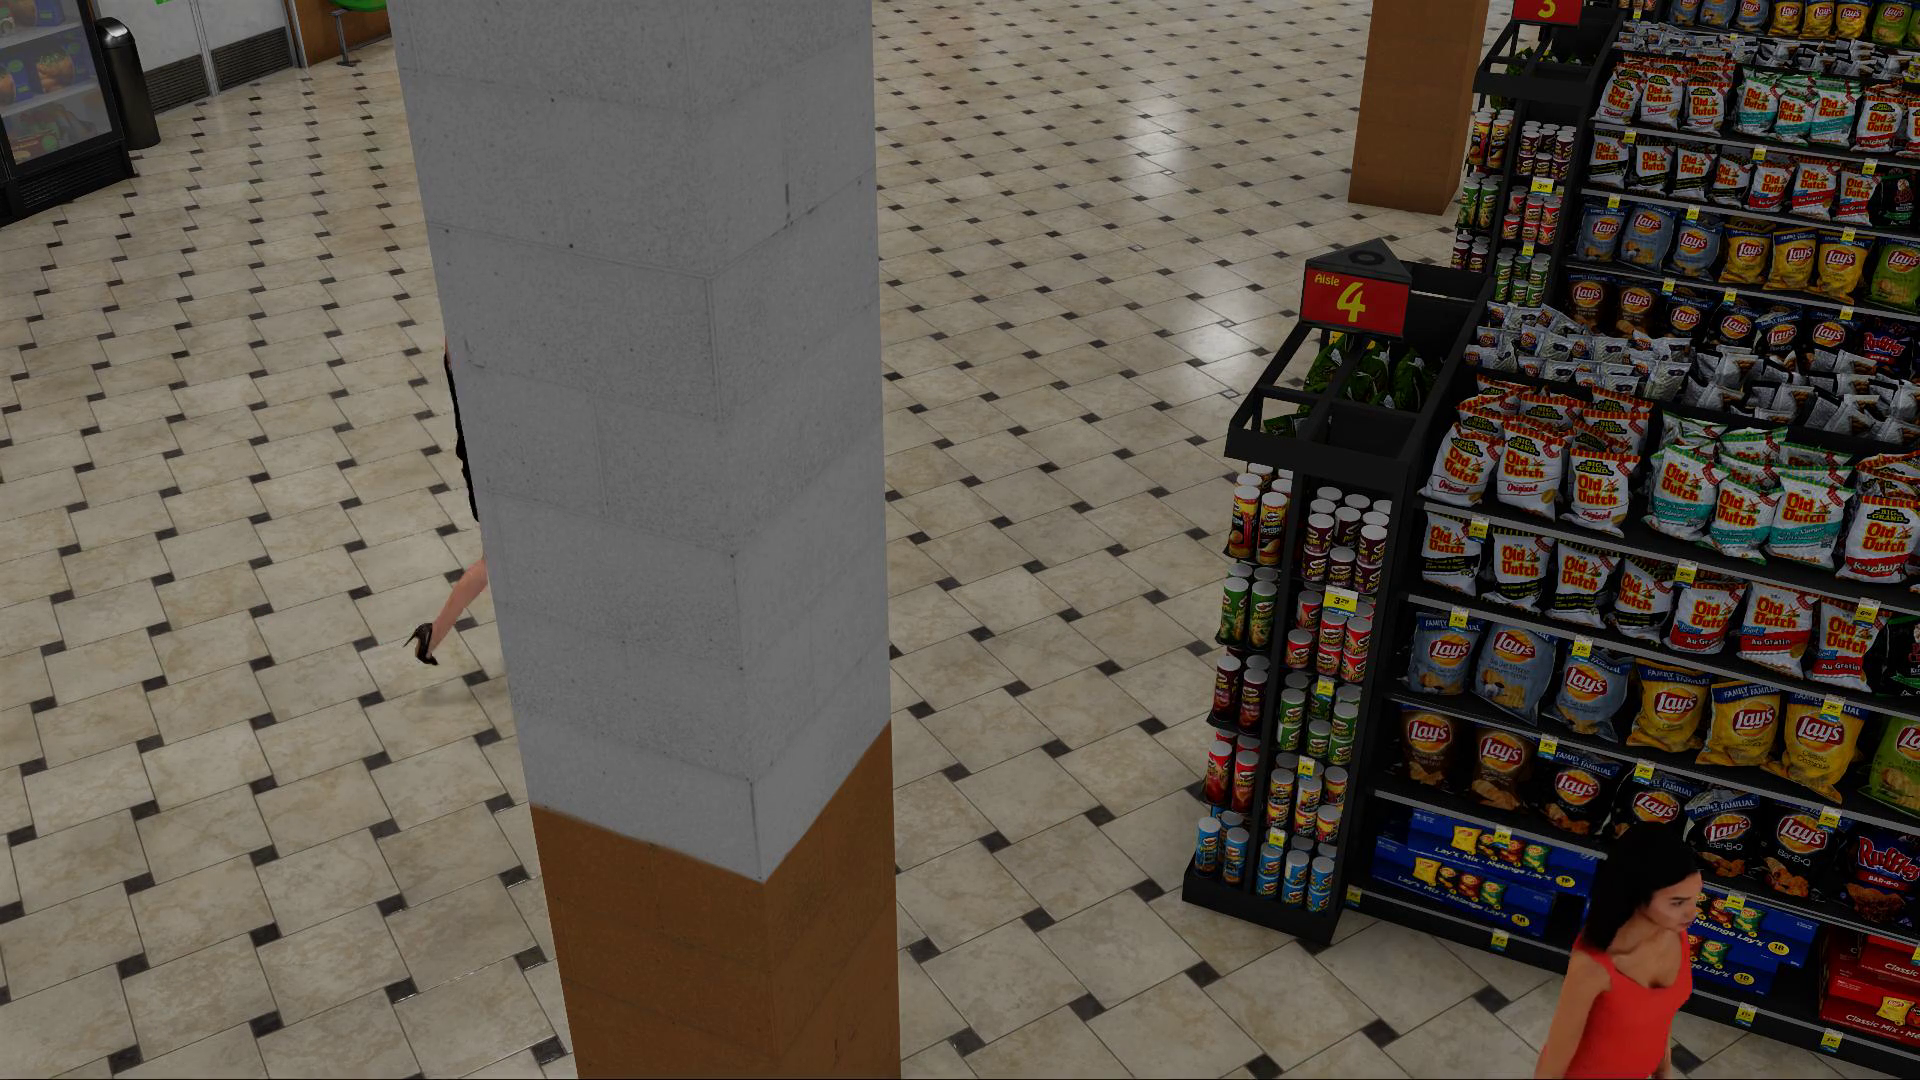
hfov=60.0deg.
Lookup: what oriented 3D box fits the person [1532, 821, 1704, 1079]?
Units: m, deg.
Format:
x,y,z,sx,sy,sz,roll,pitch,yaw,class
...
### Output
x,y,z,sx,sy,sz,roll,pitch,yaw,class
1.618,1.412,4.450,0.895,1.664,1.193,-26,40,-35,person
